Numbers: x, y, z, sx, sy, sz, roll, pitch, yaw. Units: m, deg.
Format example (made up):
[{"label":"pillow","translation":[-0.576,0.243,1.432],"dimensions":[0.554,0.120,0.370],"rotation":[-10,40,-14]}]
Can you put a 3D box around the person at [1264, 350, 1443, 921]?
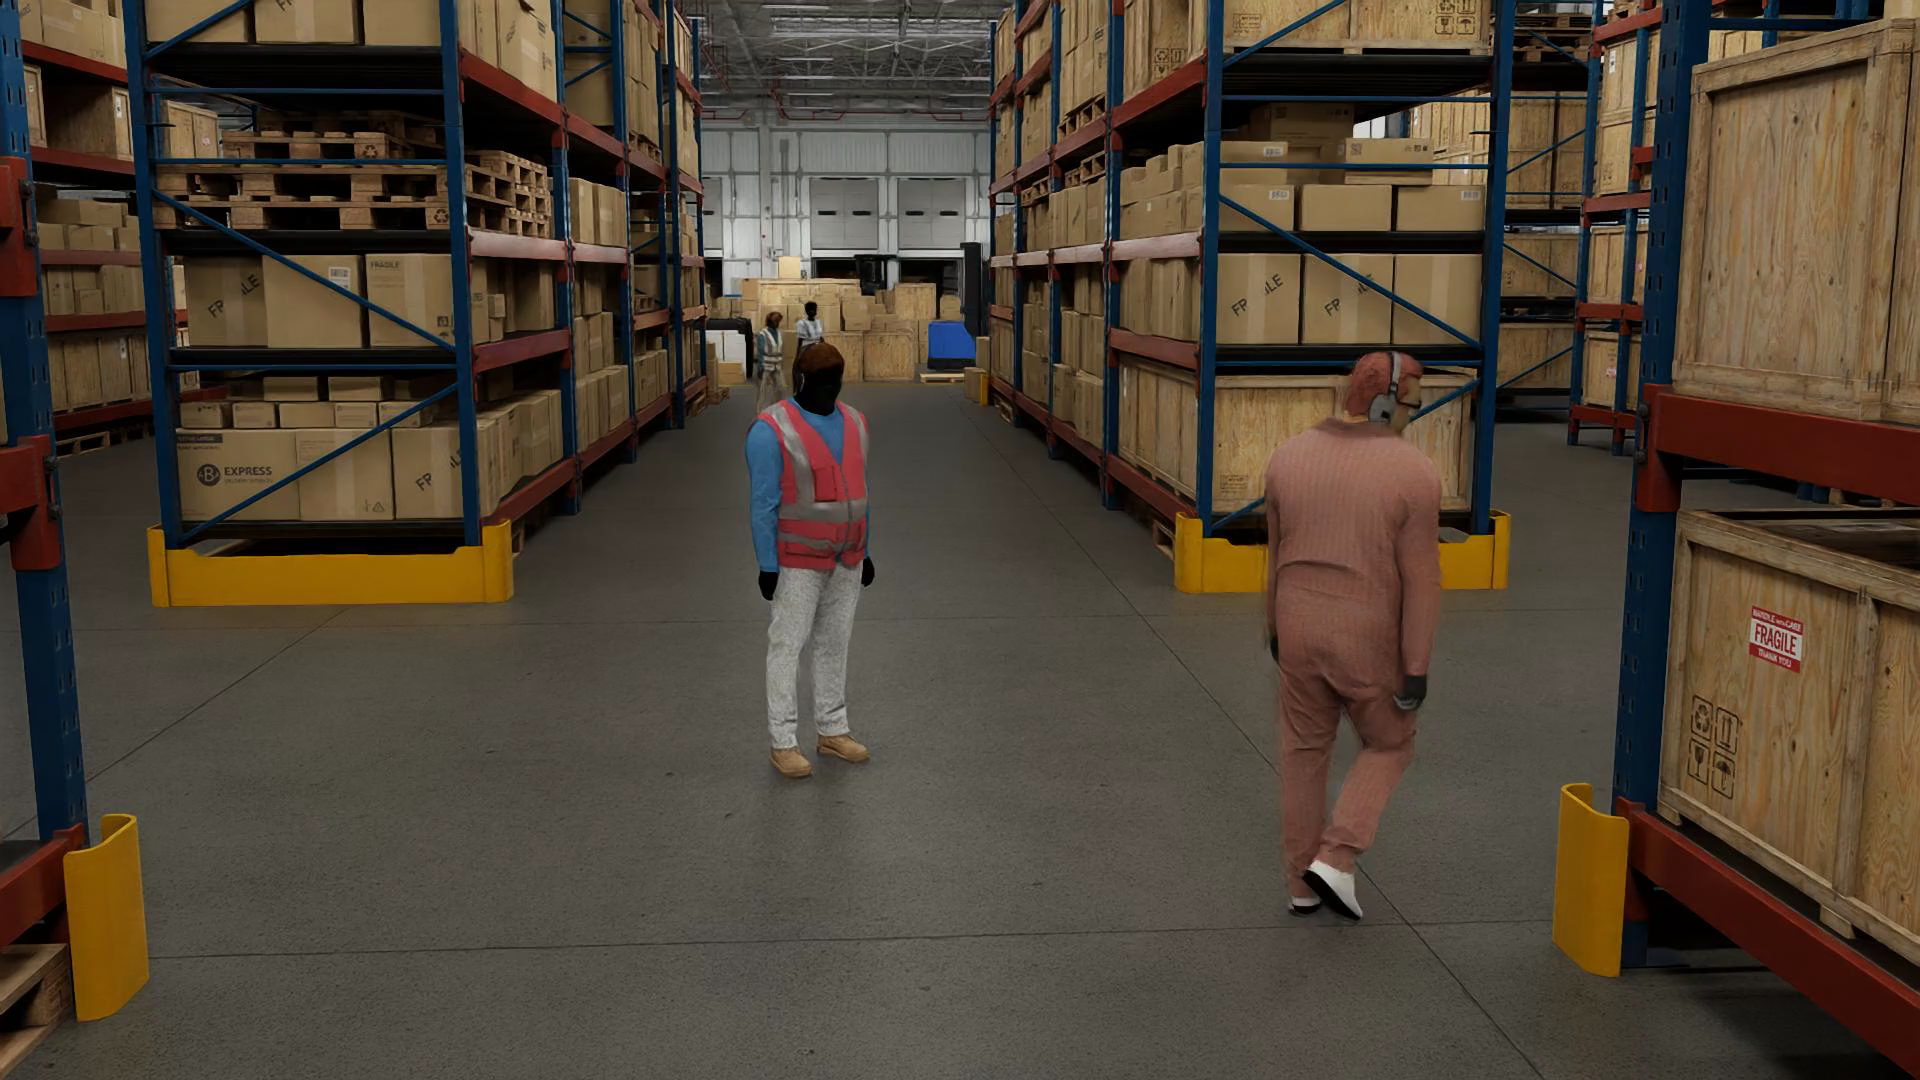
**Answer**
[{"label":"person","translation":[1.244,0.328,5.396],"dimensions":[0.682,1.880,0.450],"rotation":[7,12,39]}]

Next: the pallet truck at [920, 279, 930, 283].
[{"label":"pallet truck","translation":[-0.932,-8.922,63.114],"dimensions":[1.885,1.965,0.823],"rotation":[2,9,13]}]

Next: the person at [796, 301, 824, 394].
[{"label":"person","translation":[-2.560,-3.227,28.319],"dimensions":[0.538,1.684,0.480],"rotation":[-8,12,-42]}]

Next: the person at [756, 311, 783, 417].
[{"label":"person","translation":[-2.663,-2.387,23.257],"dimensions":[0.377,1.624,0.546],"rotation":[7,11,36]}]

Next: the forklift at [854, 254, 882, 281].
[{"label":"forklift","translation":[-3.133,-8.342,56.712],"dimensions":[1.129,2.768,1.873],"rotation":[-6,11,-32]}]

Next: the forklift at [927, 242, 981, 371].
[{"label":"forklift","translation":[0.257,-5.104,36.376],"dimensions":[1.873,2.768,1.129],"rotation":[1,9,5]}]

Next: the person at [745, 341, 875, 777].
[{"label":"person","translation":[-0.608,0.075,7.118],"dimensions":[0.633,1.839,0.429],"rotation":[-9,13,-44]}]
